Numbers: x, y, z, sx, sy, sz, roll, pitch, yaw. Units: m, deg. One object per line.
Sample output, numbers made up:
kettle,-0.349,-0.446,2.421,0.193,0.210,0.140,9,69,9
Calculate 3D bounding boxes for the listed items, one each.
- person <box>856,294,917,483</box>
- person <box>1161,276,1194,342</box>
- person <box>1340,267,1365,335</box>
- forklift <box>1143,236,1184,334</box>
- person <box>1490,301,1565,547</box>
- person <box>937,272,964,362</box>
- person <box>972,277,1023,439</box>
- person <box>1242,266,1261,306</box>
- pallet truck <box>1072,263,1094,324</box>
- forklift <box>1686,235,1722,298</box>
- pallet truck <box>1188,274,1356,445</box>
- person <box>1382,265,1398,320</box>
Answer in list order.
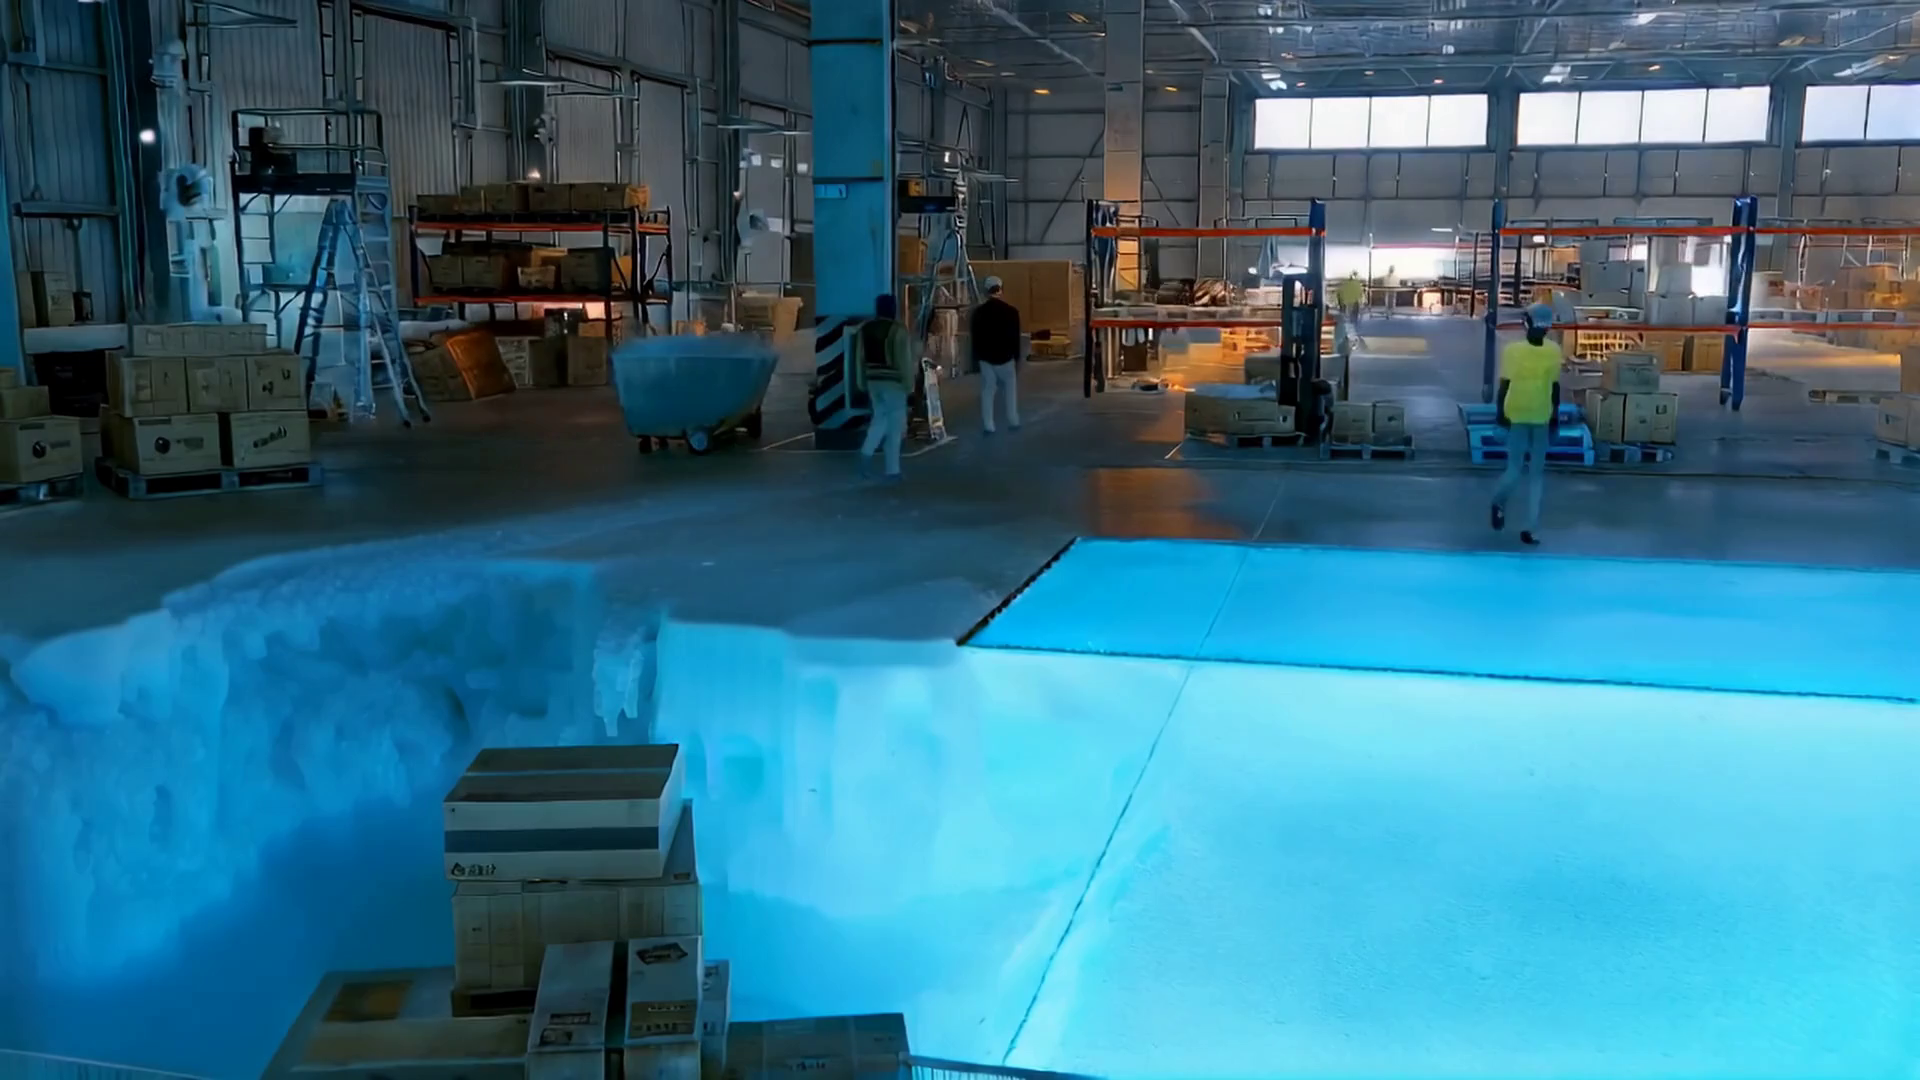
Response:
person,-0.705,-1.453,16.059,0.638,1.832,0.459,8,12,39
person,5.633,-5.969,42.989,0.837,1.713,0.495,-3,10,-17
person,10.614,-6.422,45.014,0.651,1.928,0.517,3,10,17
forklift,5.410,-7.233,46.992,1.873,2.768,1.129,2,10,14
person,4.322,-0.899,12.699,0.530,1.853,0.578,0,10,-2
person,-0.130,-4.651,34.771,0.620,1.858,0.757,-4,10,-21
person,0.492,-2.212,20.203,0.650,1.934,0.980,3,10,20
person,9.112,-7.594,51.936,0.651,1.918,0.454,-3,10,-18
pallet truck,4.325,-8.180,55.162,0.823,1.965,1.885,6,11,31
forklift,21.918,-7.609,49.204,1.873,2.768,1.129,-8,12,-38
pallet truck,3.653,-2.138,19.590,1.885,1.965,0.823,-4,10,-20
person,15.110,-8.698,58.447,0.567,1.913,0.574,2,10,9
